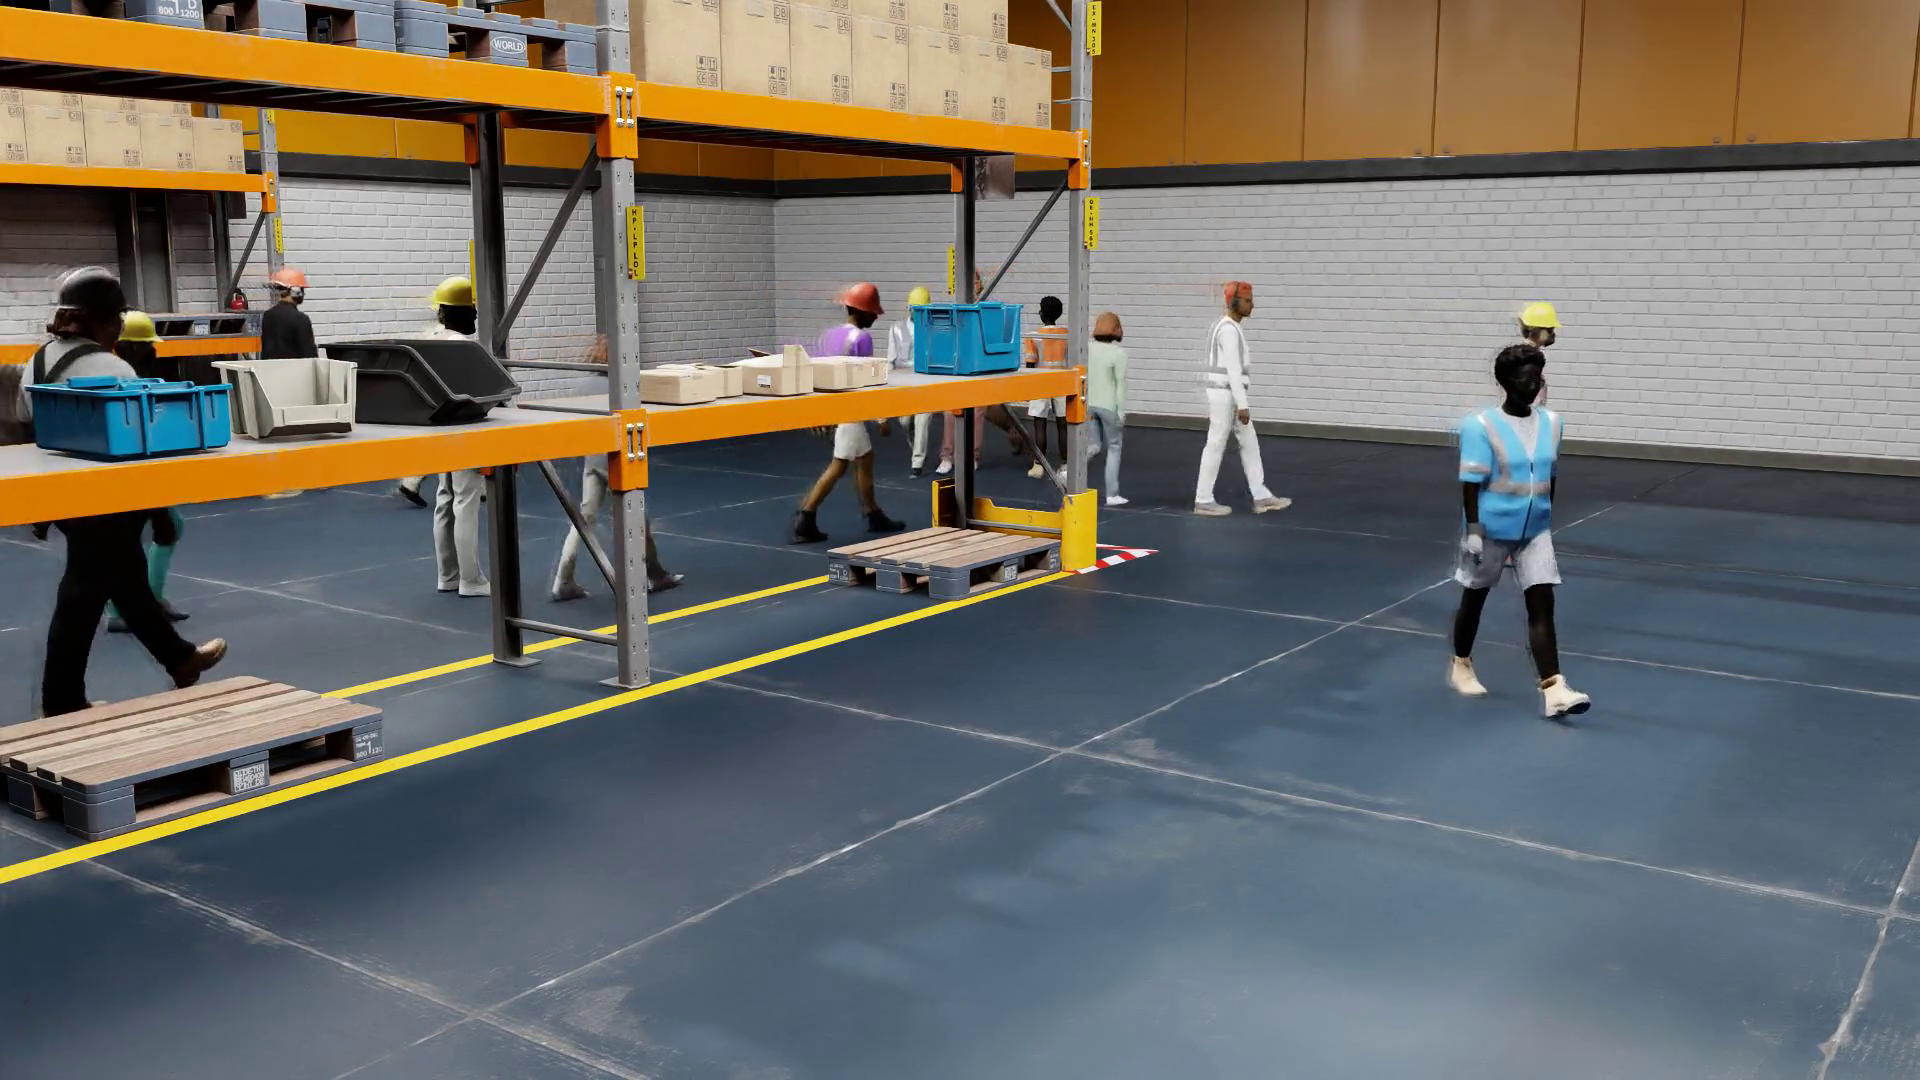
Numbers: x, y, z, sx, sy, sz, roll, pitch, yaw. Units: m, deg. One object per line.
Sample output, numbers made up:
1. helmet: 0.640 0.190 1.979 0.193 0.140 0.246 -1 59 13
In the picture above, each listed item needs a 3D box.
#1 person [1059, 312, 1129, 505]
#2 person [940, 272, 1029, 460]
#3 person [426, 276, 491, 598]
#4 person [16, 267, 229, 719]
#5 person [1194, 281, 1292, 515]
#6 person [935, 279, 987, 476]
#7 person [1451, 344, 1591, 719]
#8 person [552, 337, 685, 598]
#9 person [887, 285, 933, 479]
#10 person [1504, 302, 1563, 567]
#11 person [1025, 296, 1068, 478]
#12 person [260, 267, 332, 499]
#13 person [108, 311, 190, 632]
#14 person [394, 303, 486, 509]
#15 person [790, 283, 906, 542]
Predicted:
1. person: 1.112 -1.069 13.703 0.592 1.616 0.498 -9 13 -41
2. person: 0.245 -1.762 16.689 0.867 1.997 0.663 2 10 12
3. person: -3.014 -0.617 10.048 0.371 1.929 0.584 -9 13 -43
4. person: -3.724 -0.227 7.393 0.705 2.000 1.017 7 12 35
5. person: 2.262 -1.098 13.122 0.873 1.851 0.615 2 10 14
6. person: 0.057 -1.528 15.690 0.697 1.858 0.785 2 10 12
7. person: 2.477 -0.039 7.410 0.552 1.644 0.872 -3 10 -15
8. person: -2.117 -0.443 10.030 0.497 1.591 0.847 9 13 43
9. person: -0.397 -1.506 15.734 0.590 1.802 0.804 1 10 9
10. person: 3.730 -0.673 10.912 0.454 1.753 0.525 3 10 19
11. person: 0.841 -1.426 15.542 0.540 1.700 0.316 -3 10 -19
12. person: -5.639 -1.358 14.360 0.658 1.955 0.931 8 12 39
13. person: -4.463 -0.365 9.097 0.550 1.750 0.536 -4 10 -21
14. person: -4.191 -1.147 13.579 0.886 1.800 0.595 -3 10 -16
15. person: -0.835 -0.924 12.066 0.969 1.879 0.543 -4 10 -24
